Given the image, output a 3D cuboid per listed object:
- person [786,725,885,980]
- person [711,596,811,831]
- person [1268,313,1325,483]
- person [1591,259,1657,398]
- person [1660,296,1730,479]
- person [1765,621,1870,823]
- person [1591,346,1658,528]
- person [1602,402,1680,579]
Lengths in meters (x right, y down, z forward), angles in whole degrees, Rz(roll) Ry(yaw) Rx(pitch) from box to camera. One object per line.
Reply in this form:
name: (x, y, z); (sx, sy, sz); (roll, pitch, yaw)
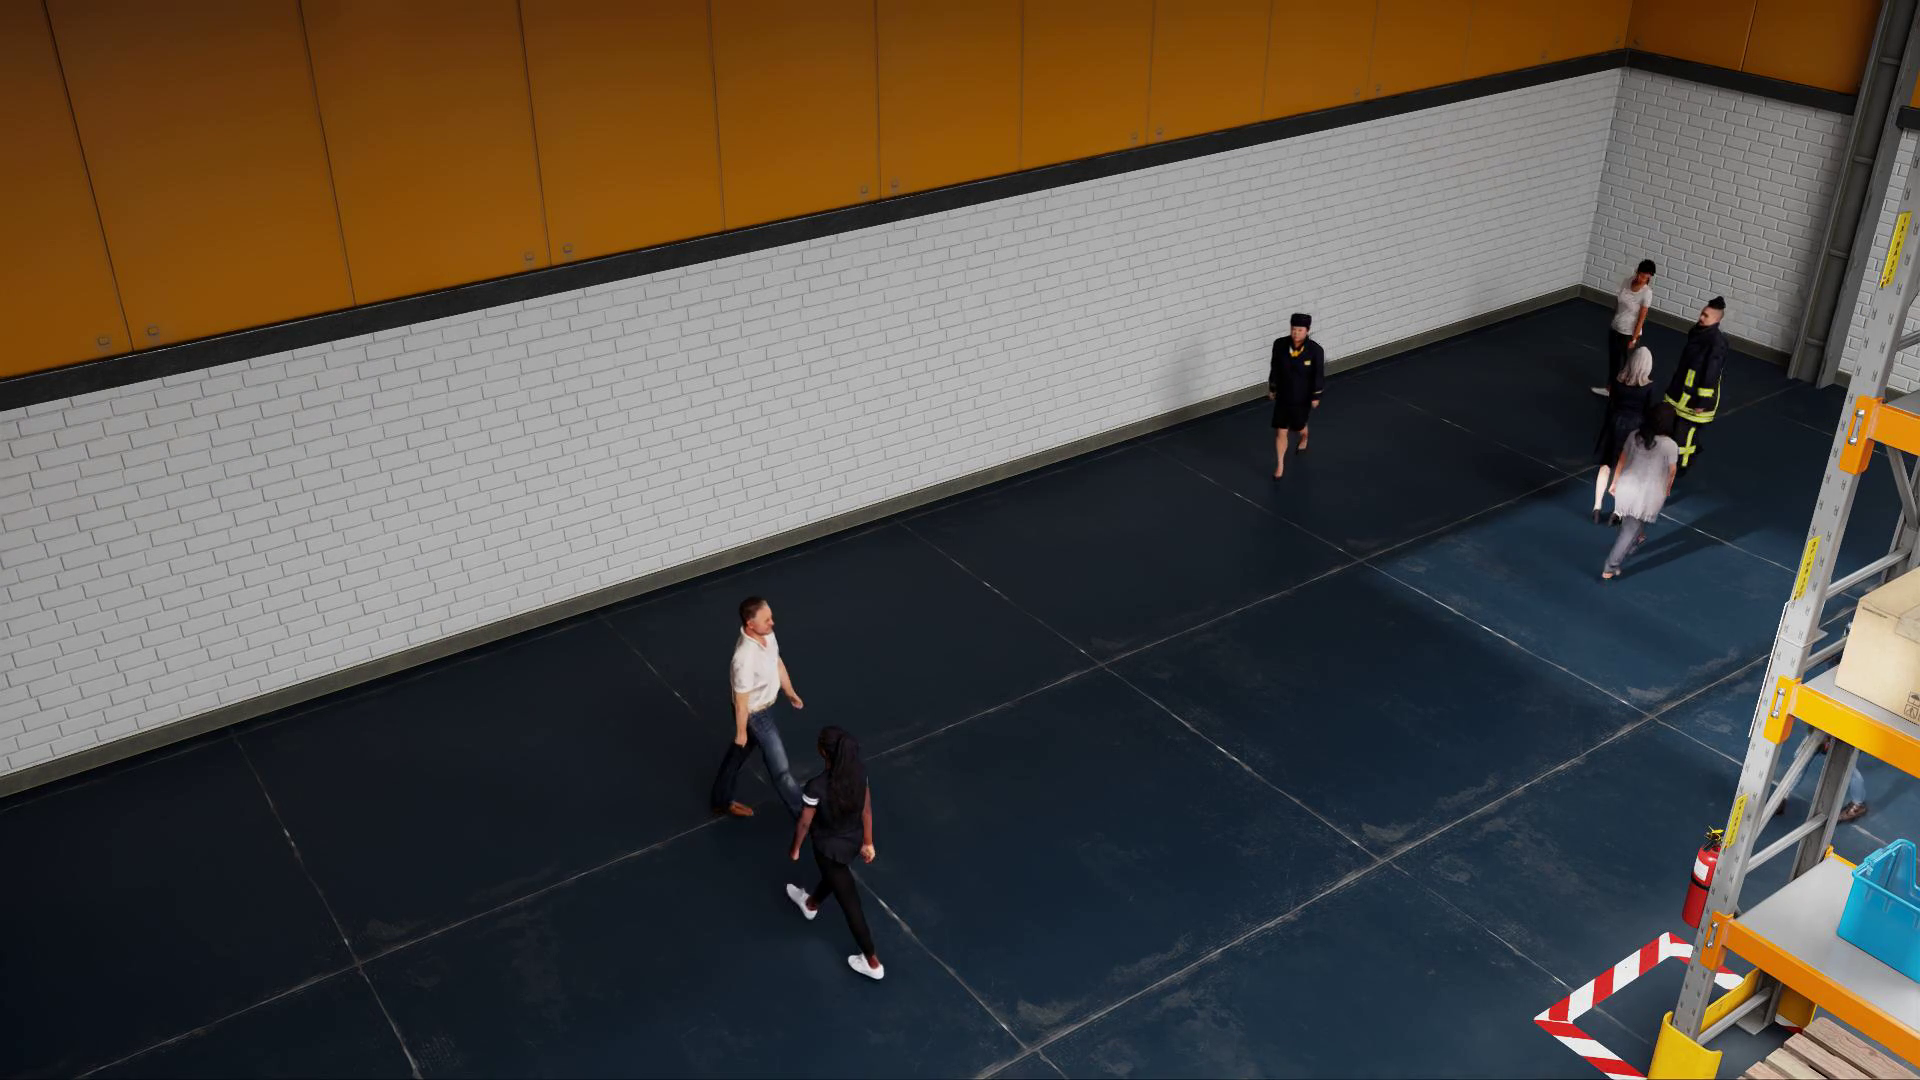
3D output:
person: (-0.671, 1.919, 10.004); (1.215, 1.681, 0.789); (23, 36, 36)
person: (-1.472, 1.168, 11.254); (1.244, 1.801, 1.180); (5, 29, 9)
person: (3.270, -1.416, 16.149); (1.086, 1.651, 1.048); (13, 31, 23)
person: (7.076, -2.249, 17.711); (0.837, 1.617, 0.602); (-3, 29, -5)
person: (7.155, -1.470, 16.044); (1.000, 1.846, 0.928); (-2, 29, -4)
person: (6.037, 1.269, 11.280); (1.016, 1.599, 1.070); (-1, 29, -2)
person: (6.059, -0.946, 15.189); (0.638, 1.745, 0.748); (15, 32, 26)
person: (5.835, -0.386, 14.358); (0.702, 1.558, 0.993); (-22, 35, -34)
